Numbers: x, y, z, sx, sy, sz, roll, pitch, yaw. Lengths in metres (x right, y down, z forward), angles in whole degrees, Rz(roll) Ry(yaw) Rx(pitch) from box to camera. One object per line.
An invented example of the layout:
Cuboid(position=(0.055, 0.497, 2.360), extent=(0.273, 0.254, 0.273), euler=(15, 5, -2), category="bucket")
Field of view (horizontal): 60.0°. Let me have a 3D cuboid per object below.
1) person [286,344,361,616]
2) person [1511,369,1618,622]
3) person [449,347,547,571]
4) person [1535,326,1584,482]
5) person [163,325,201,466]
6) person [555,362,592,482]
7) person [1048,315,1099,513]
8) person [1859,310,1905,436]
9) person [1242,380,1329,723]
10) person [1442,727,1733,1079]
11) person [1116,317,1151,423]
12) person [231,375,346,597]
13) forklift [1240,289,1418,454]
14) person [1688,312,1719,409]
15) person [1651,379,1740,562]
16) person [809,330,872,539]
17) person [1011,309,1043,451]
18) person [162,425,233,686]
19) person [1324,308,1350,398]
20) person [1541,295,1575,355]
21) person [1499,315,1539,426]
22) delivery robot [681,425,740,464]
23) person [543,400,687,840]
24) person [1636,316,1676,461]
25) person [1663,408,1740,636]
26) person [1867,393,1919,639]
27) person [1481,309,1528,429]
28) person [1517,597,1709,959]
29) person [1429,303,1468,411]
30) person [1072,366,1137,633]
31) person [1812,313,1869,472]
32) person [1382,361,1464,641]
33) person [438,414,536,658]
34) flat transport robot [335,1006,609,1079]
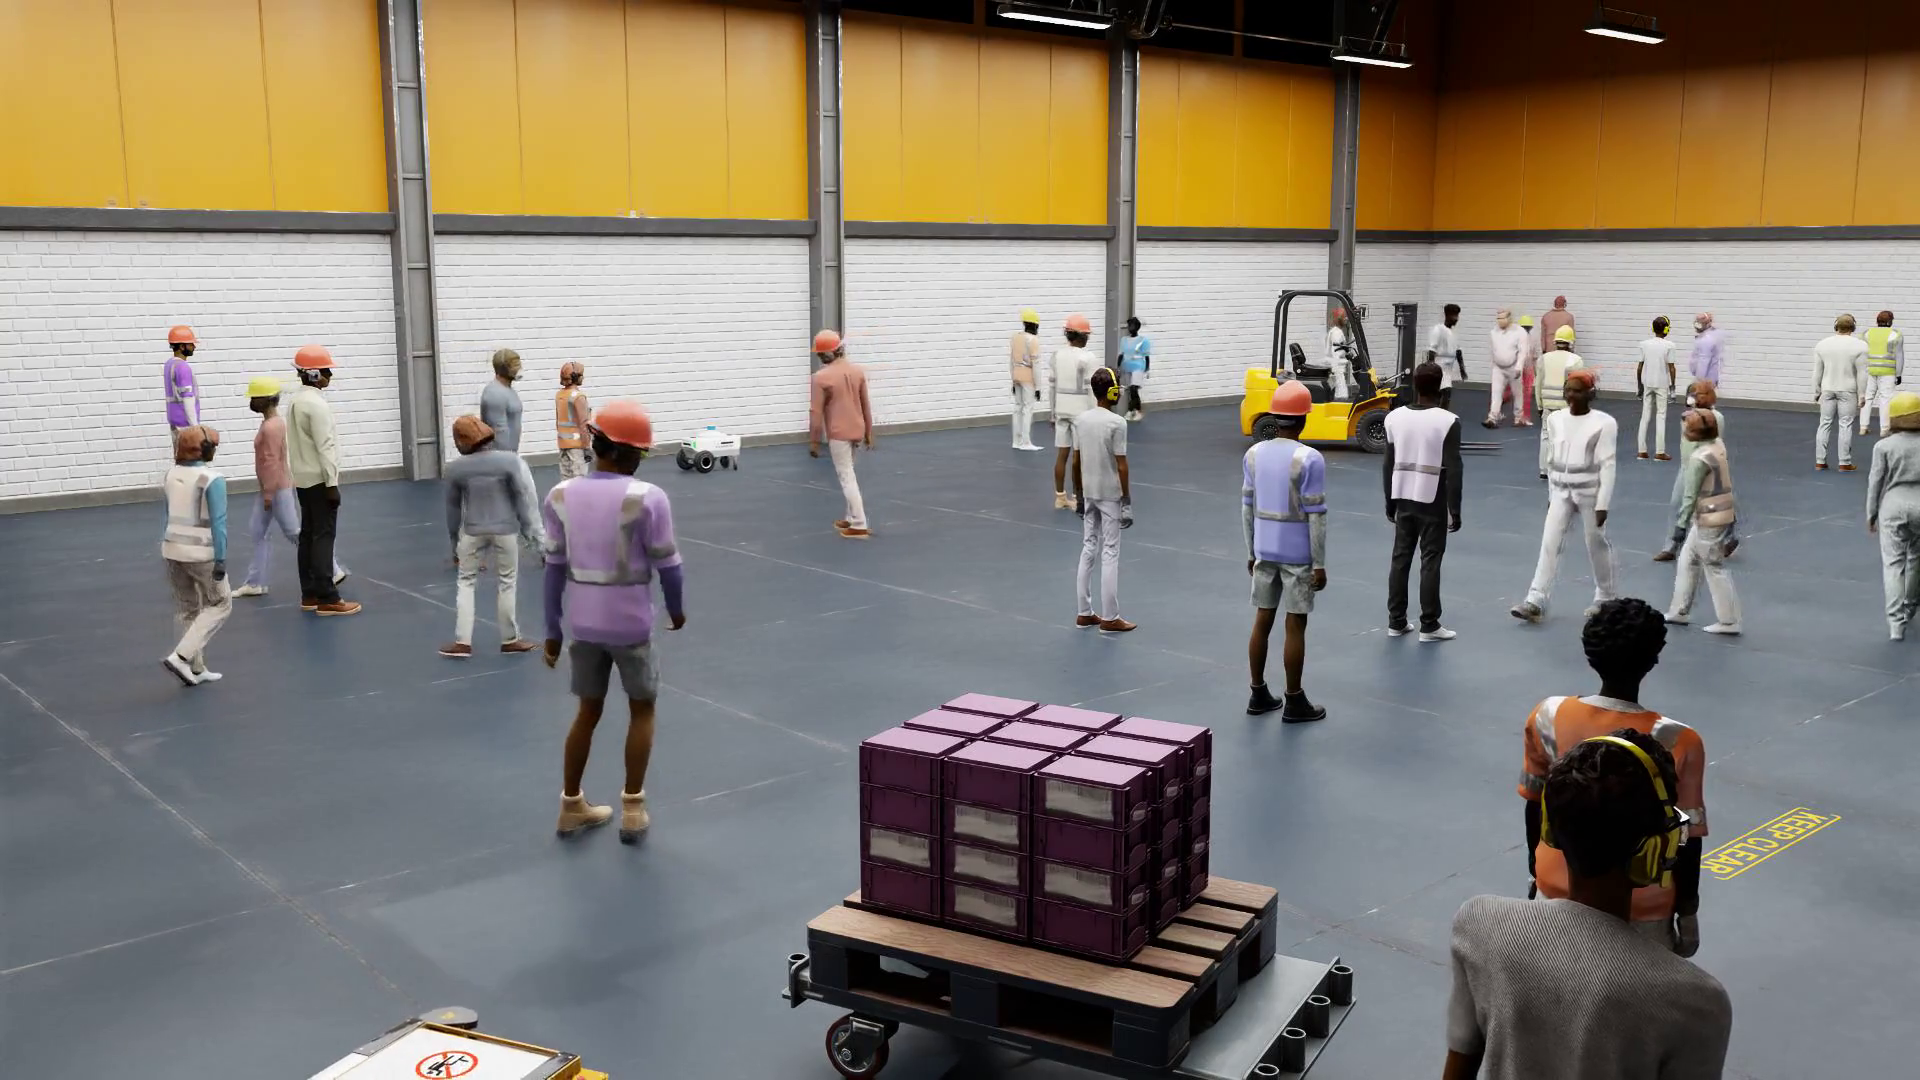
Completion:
Cuboid(position=(-4.721, -0.440, 12.246), extent=(0.381, 1.994, 0.622), euler=(-9, 13, -41), category="person")
Cuboid(position=(4.444, -0.309, 11.988), extent=(1.004, 1.827, 0.597), euler=(-7, 12, -37), category="person")
Cuboid(position=(-3.814, -0.661, 13.882), extent=(1.041, 1.885, 0.649), euler=(0, 10, -1), category="person")
Cuboid(position=(7.000, -1.568, 19.357), extent=(0.404, 1.828, 0.604), euler=(-8, 13, -41), category="person")
Cuboid(position=(-7.874, -1.214, 16.947), extent=(0.356, 1.937, 0.552), euler=(-9, 13, -41), category="person")
Cuboid(position=(-3.667, -0.872, 15.820), extent=(0.306, 1.640, 0.523), euler=(-9, 13, -41), category="person")
Cuboid(position=(1.201, -1.297, 17.189), extent=(0.640, 2.029, 0.461), euler=(8, 12, 39), category="person")
Cuboid(position=(13.532, -2.447, 24.447), extent=(0.429, 1.843, 0.633), euler=(-9, 13, -41), category="person")
Cuboid(position=(1.856, 0.066, 9.437), extent=(0.342, 1.942, 0.552), euler=(-9, 13, -41), category="person")
Cuboid(position=(1.058, 1.235, 2.839), extent=(0.320, 1.861, 0.533), euler=(-9, 13, -41), category="person")
Cuboid(position=(2.672, -2.676, 26.273), extent=(0.551, 1.662, 0.802), euler=(9, 13, 43), category="person")
Cuboid(position=(-5.243, -0.415, 12.876), extent=(0.873, 1.732, 0.530), euler=(-4, 10, -22), category="person")
Cuboid(position=(5.034, -2.339, 22.783), extent=(2.313, 2.155, 1.214), euler=(3, 10, 16), category="forklift")
Cuboid(position=(10.425, -2.253, 23.246), extent=(0.471, 1.870, 0.776), euler=(6, 11, 30), category="person")
Cuboid(position=(6.423, -0.602, 14.364), extent=(0.834, 1.597, 0.498), euler=(-4, 10, -21), category="person")
Cuboid(position=(-1.118, -0.981, 15.539), extent=(0.624, 1.951, 0.647), euler=(8, 13, 39), category="person")
Cuboid(position=(0.907, -2.173, 22.663), extent=(0.441, 1.912, 0.633), euler=(-6, 12, -32), category="person")
Cuboid(position=(-4.680, 0.115, 10.108), extent=(0.525, 1.619, 0.486), euler=(5, 11, 25), category="person")
Cuboid(position=(5.604, -2.529, 24.860), extent=(0.486, 1.869, 0.572), euler=(1, 10, 6), category="person")
Cuboid(position=(11.042, -3.546, 30.677), extent=(0.410, 1.913, 0.651), euler=(-9, 13, -41), category="person")
Cuboid(position=(8.776, -2.678, 26.114), extent=(0.556, 1.737, 0.671), euler=(-2, 10, -10), category="person")
Cuboid(position=(-3.063, -1.176, 20.493), extent=(0.707, 0.478, 0.477), euler=(-8, 13, -40), category="delivery robot")
Cuboid(position=(-1.525, 0.367, 7.518), extent=(0.633, 2.001, 0.522), euler=(4, 10, 22), category="person")
Cuboid(position=(9.020, -1.961, 21.522), extent=(0.318, 1.870, 0.532), euler=(-9, 13, -41), category="person")
Cuboid(position=(5.146, -0.130, 11.584), extent=(0.673, 1.590, 0.576), euler=(6, 12, 33), category="person")
Cuboid(position=(6.640, -0.183, 11.657), extent=(0.519, 1.673, 0.909), euler=(5, 11, 25), category="person")
Cuboid(position=(8.365, -2.618, 25.466), extent=(0.641, 1.834, 1.048), euler=(8, 13, 39), category="person")
Cuboid(position=(1.833, 0.997, 4.695), extent=(0.316, 1.700, 0.540), euler=(-9, 13, -41), category="person")
Cuboid(position=(7.299, -2.563, 24.845), extent=(0.750, 1.926, 0.641), euler=(8, 13, 40), category="person")
Cuboid(position=(1.016, -0.278, 11.698), extent=(0.320, 1.861, 0.533), euler=(-9, 13, -41), category="person")
Cuboid(position=(10.765, -1.795, 20.345), extent=(0.364, 1.939, 0.636), euler=(-9, 13, -41), category="person")
Cuboid(position=(3.171, -0.261, 11.419), extent=(0.383, 1.921, 0.597), euler=(-9, 13, -41), category="person")
Cuboid(position=(-3.133, -0.019, 10.910), extent=(0.624, 1.613, 0.383), euler=(-1, 10, -5), category="person")
Cuboid(position=(-1.672, 1.719, 4.651), extent=(0.652, 0.197, 1.431), euler=(4, 11, 23), category="flat transport robot")
